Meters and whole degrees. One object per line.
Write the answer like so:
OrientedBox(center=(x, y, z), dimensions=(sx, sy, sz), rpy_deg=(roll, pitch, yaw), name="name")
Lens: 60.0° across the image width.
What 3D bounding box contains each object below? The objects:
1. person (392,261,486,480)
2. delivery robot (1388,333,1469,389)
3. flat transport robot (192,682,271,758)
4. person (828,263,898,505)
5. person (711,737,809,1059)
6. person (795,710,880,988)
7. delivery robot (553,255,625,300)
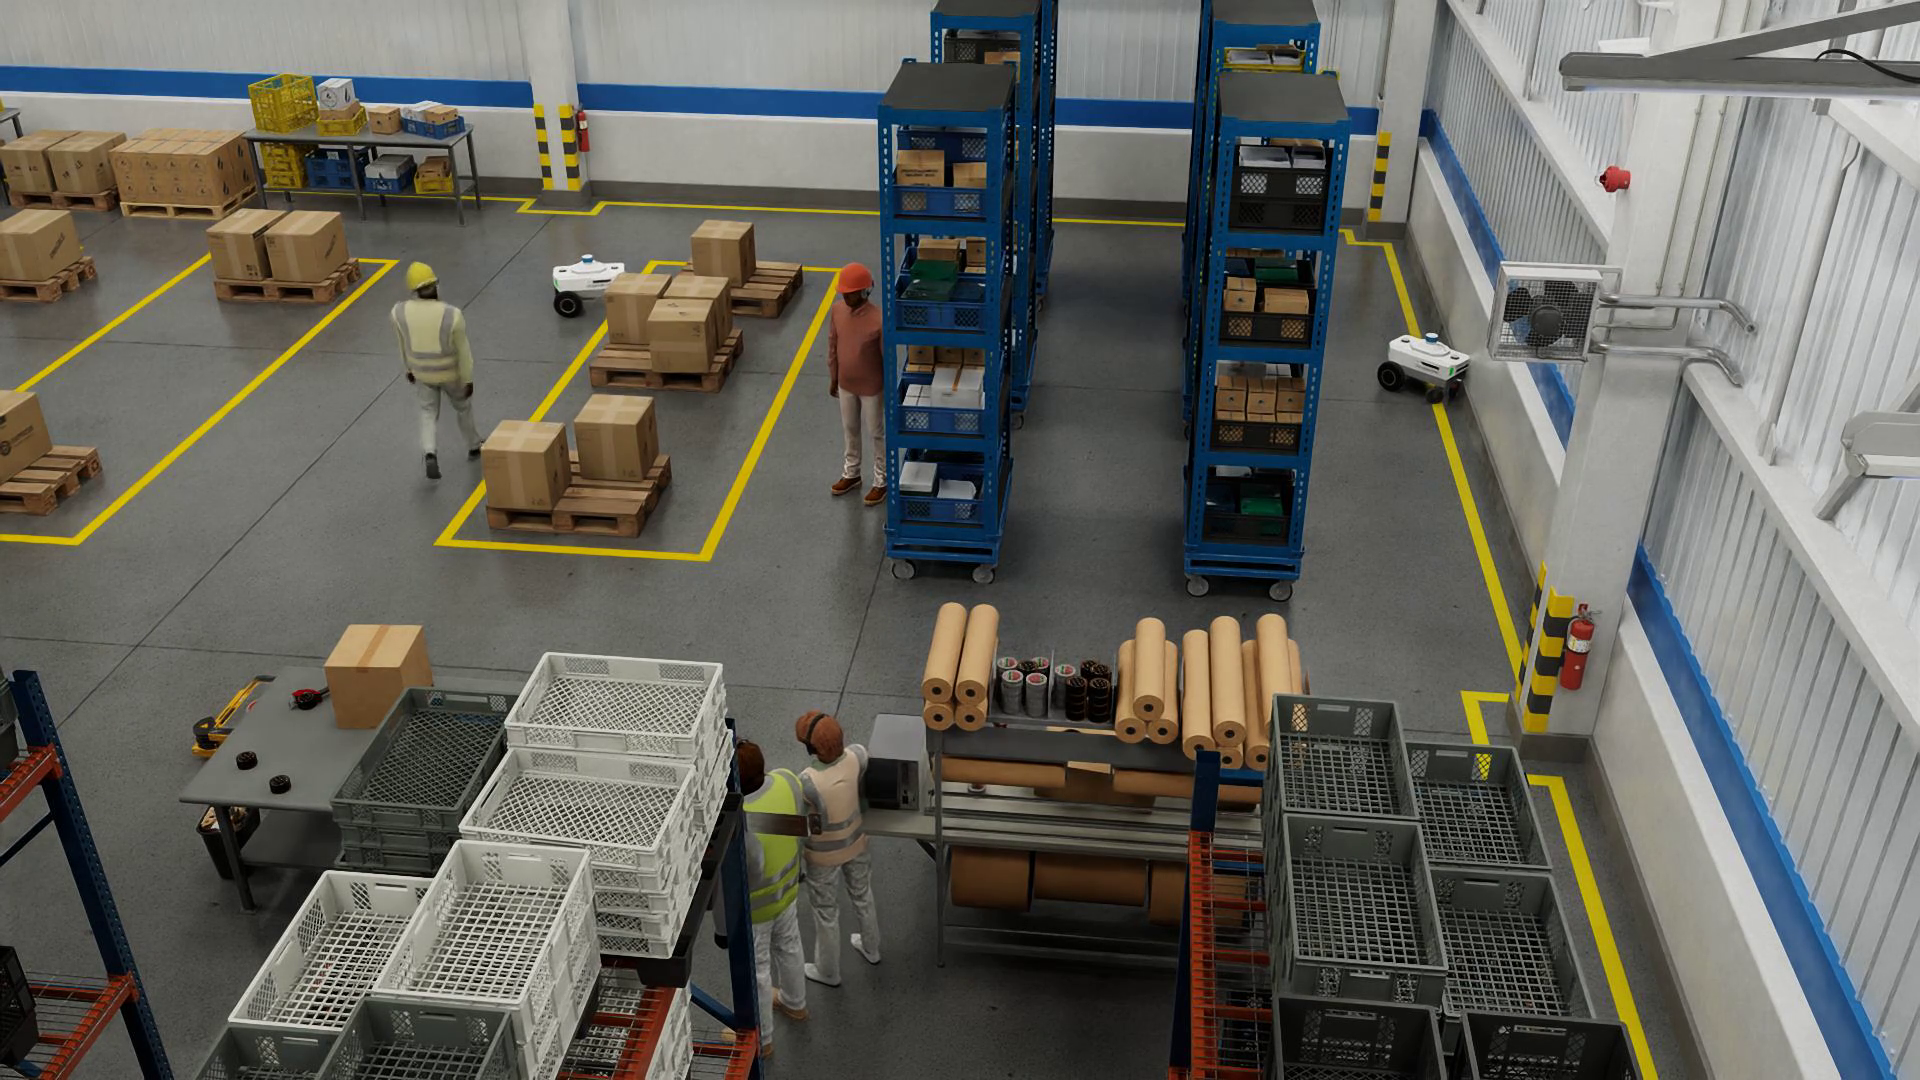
OrientedBox(center=(-4.241, -1.373, 13.493), dimensions=(0.606, 1.800, 0.781), rpy_deg=(1, 30, 1), name="person")
OrientedBox(center=(4.250, -1.636, 15.086), dimensions=(0.477, 0.478, 0.707), rpy_deg=(-26, 39, -37), name="delivery robot")
OrientedBox(center=(-4.089, 1.163, 10.648), dimensions=(1.431, 0.197, 0.652), rpy_deg=(3, 30, 6), name="flat transport robot")
OrientedBox(center=(-0.783, -1.229, 13.055), dimensions=(0.625, 1.992, 0.388), rpy_deg=(19, 35, 29), name="person")
OrientedBox(center=(-1.003, 1.732, 8.135), dimensions=(0.431, 1.837, 0.629), rpy_deg=(17, 34, 26), name="person")
OrientedBox(center=(-0.664, 1.588, 8.584), dimensions=(0.528, 1.628, 0.322), rpy_deg=(-24, 38, -35), name="person")
OrientedBox(center=(-3.737, -2.640, 16.810), dimensions=(0.707, 0.478, 0.477), rpy_deg=(-5, 31, -8), name="delivery robot")
